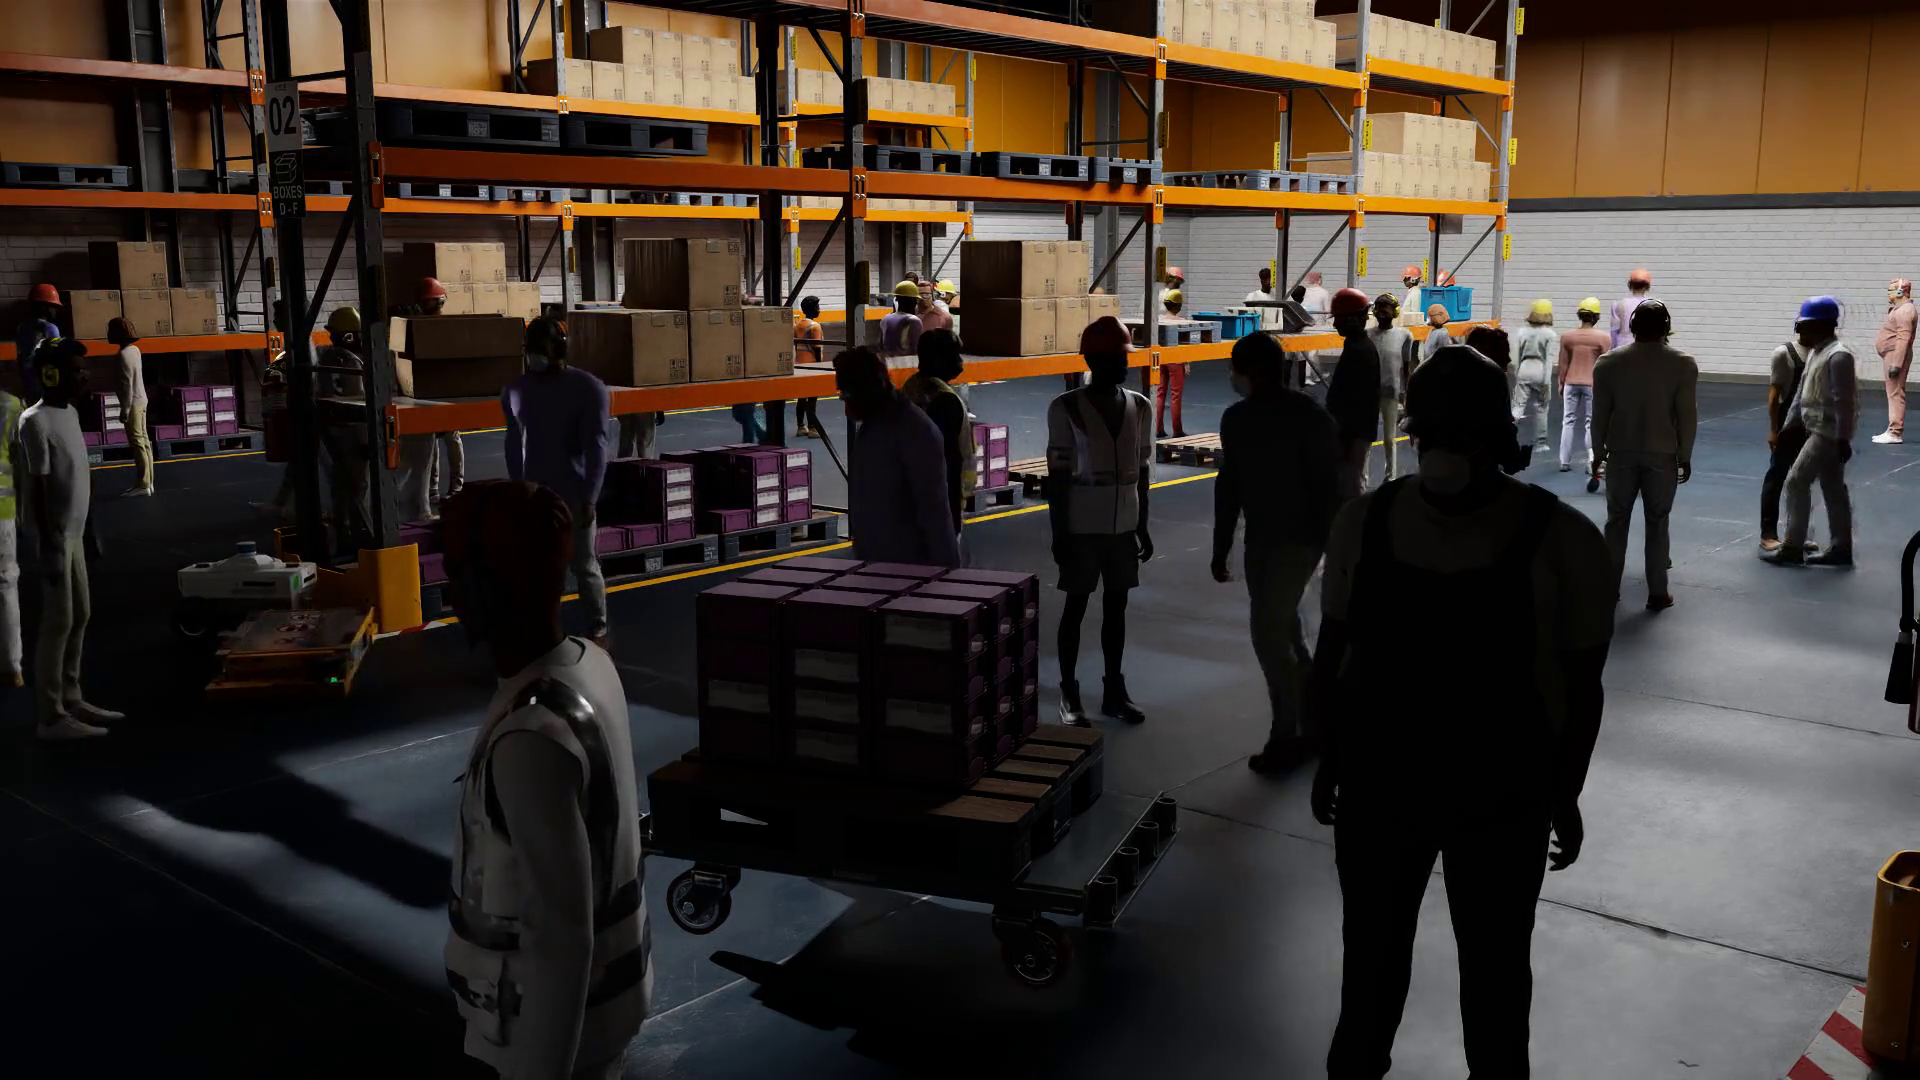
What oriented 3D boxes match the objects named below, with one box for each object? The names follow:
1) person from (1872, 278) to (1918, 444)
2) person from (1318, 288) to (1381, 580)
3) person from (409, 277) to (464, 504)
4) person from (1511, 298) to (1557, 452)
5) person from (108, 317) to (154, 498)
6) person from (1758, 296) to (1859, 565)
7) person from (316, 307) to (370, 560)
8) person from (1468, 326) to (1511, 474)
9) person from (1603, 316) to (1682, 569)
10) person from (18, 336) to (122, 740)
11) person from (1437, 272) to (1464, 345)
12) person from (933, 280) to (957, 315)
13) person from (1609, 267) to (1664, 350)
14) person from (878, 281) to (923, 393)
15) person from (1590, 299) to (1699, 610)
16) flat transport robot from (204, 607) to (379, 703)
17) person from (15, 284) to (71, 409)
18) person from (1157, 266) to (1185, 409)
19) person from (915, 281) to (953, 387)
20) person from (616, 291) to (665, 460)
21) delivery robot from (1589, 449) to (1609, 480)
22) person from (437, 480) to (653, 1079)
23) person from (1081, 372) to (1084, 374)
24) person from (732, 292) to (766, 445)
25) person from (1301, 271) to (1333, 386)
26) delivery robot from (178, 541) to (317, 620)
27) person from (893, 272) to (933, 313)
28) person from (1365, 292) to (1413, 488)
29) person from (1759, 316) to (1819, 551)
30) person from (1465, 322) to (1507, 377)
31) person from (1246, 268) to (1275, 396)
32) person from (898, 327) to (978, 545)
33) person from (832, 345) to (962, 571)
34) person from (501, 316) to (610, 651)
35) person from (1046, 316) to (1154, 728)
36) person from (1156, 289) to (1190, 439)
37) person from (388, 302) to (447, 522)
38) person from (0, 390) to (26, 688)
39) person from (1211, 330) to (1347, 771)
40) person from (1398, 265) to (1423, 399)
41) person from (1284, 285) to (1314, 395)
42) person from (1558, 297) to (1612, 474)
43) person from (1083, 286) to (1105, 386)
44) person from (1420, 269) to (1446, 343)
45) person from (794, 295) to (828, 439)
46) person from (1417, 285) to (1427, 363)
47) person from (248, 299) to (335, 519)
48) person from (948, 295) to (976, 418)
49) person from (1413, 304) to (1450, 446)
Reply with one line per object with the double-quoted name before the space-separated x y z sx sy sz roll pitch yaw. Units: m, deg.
"person" 10.806 -2.064 19.245 0.403 1.906 0.651 6 11 29
"person" 2.650 -0.712 11.313 0.388 1.987 0.608 3 10 16
"person" -4.649 -1.317 14.732 0.613 1.995 0.378 4 11 22
"person" 6.270 -1.797 18.266 0.487 1.715 0.769 9 13 42
"person" -7.539 -1.203 15.112 0.282 1.634 0.498 -2 10 -14
"person" 6.036 -0.763 11.804 0.796 1.911 0.610 3 10 18
"person" -4.419 -0.774 12.103 0.404 1.833 0.587 -9 14 -42
"person" 2.754 -0.253 9.128 0.971 1.844 0.586 -2 10 -9
"person" 4.812 -0.698 11.687 0.594 1.826 0.403 6 12 32
"person" -4.141 -0.007 7.687 0.344 1.858 0.510 -2 10 -11
"person" 6.642 -2.698 22.796 0.542 1.932 0.383 8 13 40
"person" -0.223 -2.624 22.670 0.403 1.822 0.587 -3 10 -18
"person" 8.209 -2.301 20.239 0.629 2.030 0.578 5 11 28
"person" -0.577 -1.669 16.940 0.589 1.924 0.384 9 14 43
"person" 4.268 -0.532 10.423 0.627 1.941 0.371 6 12 31
"flat transport robot" -3.523 0.578 8.851 0.652 0.197 1.431 -2 10 -12
"person" -8.344 -1.368 15.224 0.545 1.927 0.385 5 11 29
"person" 2.876 -2.825 23.315 0.573 1.995 0.628 0 10 1
"person" -0.383 -1.802 17.743 0.637 1.911 0.406 -1 10 -4
"person" -2.747 -1.185 14.176 0.587 1.928 0.362 7 12 33
"delivery robot" 6.151 -0.752 15.352 0.707 0.478 0.477 -6 12 -31
"person" -0.699 0.826 2.855 0.337 1.881 0.585 -1 10 -7
"person" 2.111 -3.872 29.937 0.323 1.767 0.533 2 10 10
"person" -2.168 -1.697 17.443 0.596 1.803 0.725 7 12 33
"person" 5.930 -3.489 27.481 0.937 1.863 0.654 -7 12 -34
"delivery robot" -4.118 0.251 9.638 0.707 0.478 0.477 0 10 -1
"person" -0.671 -2.789 23.335 0.591 1.920 0.393 3 10 14
"person" 3.749 -1.263 14.805 0.517 1.865 0.328 3 11 19
"person" 6.241 -0.826 12.380 0.506 1.841 0.346 -3 10 -14
"person" 4.279 -0.978 13.813 0.514 1.642 0.310 7 12 34
"person" 4.526 -3.070 24.800 0.613 1.963 0.362 -5 11 -28
"person" -0.122 -0.201 8.818 0.430 1.843 0.625 -4 11 -21
"person" -0.315 0.131 6.904 0.799 1.852 0.705 -4 11 -19
"person" -2.141 -0.219 8.816 0.635 1.914 0.896 2 10 11
"person" 0.673 -0.081 7.852 0.545 1.942 0.351 -4 11 -23
"person" 2.516 -2.084 19.755 0.524 1.769 0.314 9 14 43
"person" -4.421 -0.995 13.379 0.635 1.826 0.453 6 12 32
"person" -5.054 -0.117 8.445 0.683 1.818 0.454 -4 11 -24
"person" 1.372 0.041 7.275 0.673 1.899 0.662 -6 11 -29
"person" 6.715 -3.078 24.764 0.379 1.996 0.610 2 10 12
"person" 5.070 -2.975 25.025 0.535 1.697 0.318 7 12 35
"person" 6.268 -1.545 16.686 0.533 1.767 0.326 8 13 39
"person" 2.255 -3.296 27.048 0.534 1.636 0.376 2 10 13
"person" 7.551 -3.310 26.275 0.647 1.918 0.544 -6 12 -32
"person" -1.786 -2.056 19.801 0.317 1.692 0.540 -7 12 -34
"person" 7.887 -3.528 28.370 0.536 1.624 0.375 5 11 25
"person" -5.497 -1.065 13.742 0.918 1.835 0.564 -2 10 -11
"person" -0.022 -2.419 22.040 0.497 1.633 0.279 5 11 25
"person" 5.349 -1.843 18.760 0.288 1.634 0.499 -1 10 -5
